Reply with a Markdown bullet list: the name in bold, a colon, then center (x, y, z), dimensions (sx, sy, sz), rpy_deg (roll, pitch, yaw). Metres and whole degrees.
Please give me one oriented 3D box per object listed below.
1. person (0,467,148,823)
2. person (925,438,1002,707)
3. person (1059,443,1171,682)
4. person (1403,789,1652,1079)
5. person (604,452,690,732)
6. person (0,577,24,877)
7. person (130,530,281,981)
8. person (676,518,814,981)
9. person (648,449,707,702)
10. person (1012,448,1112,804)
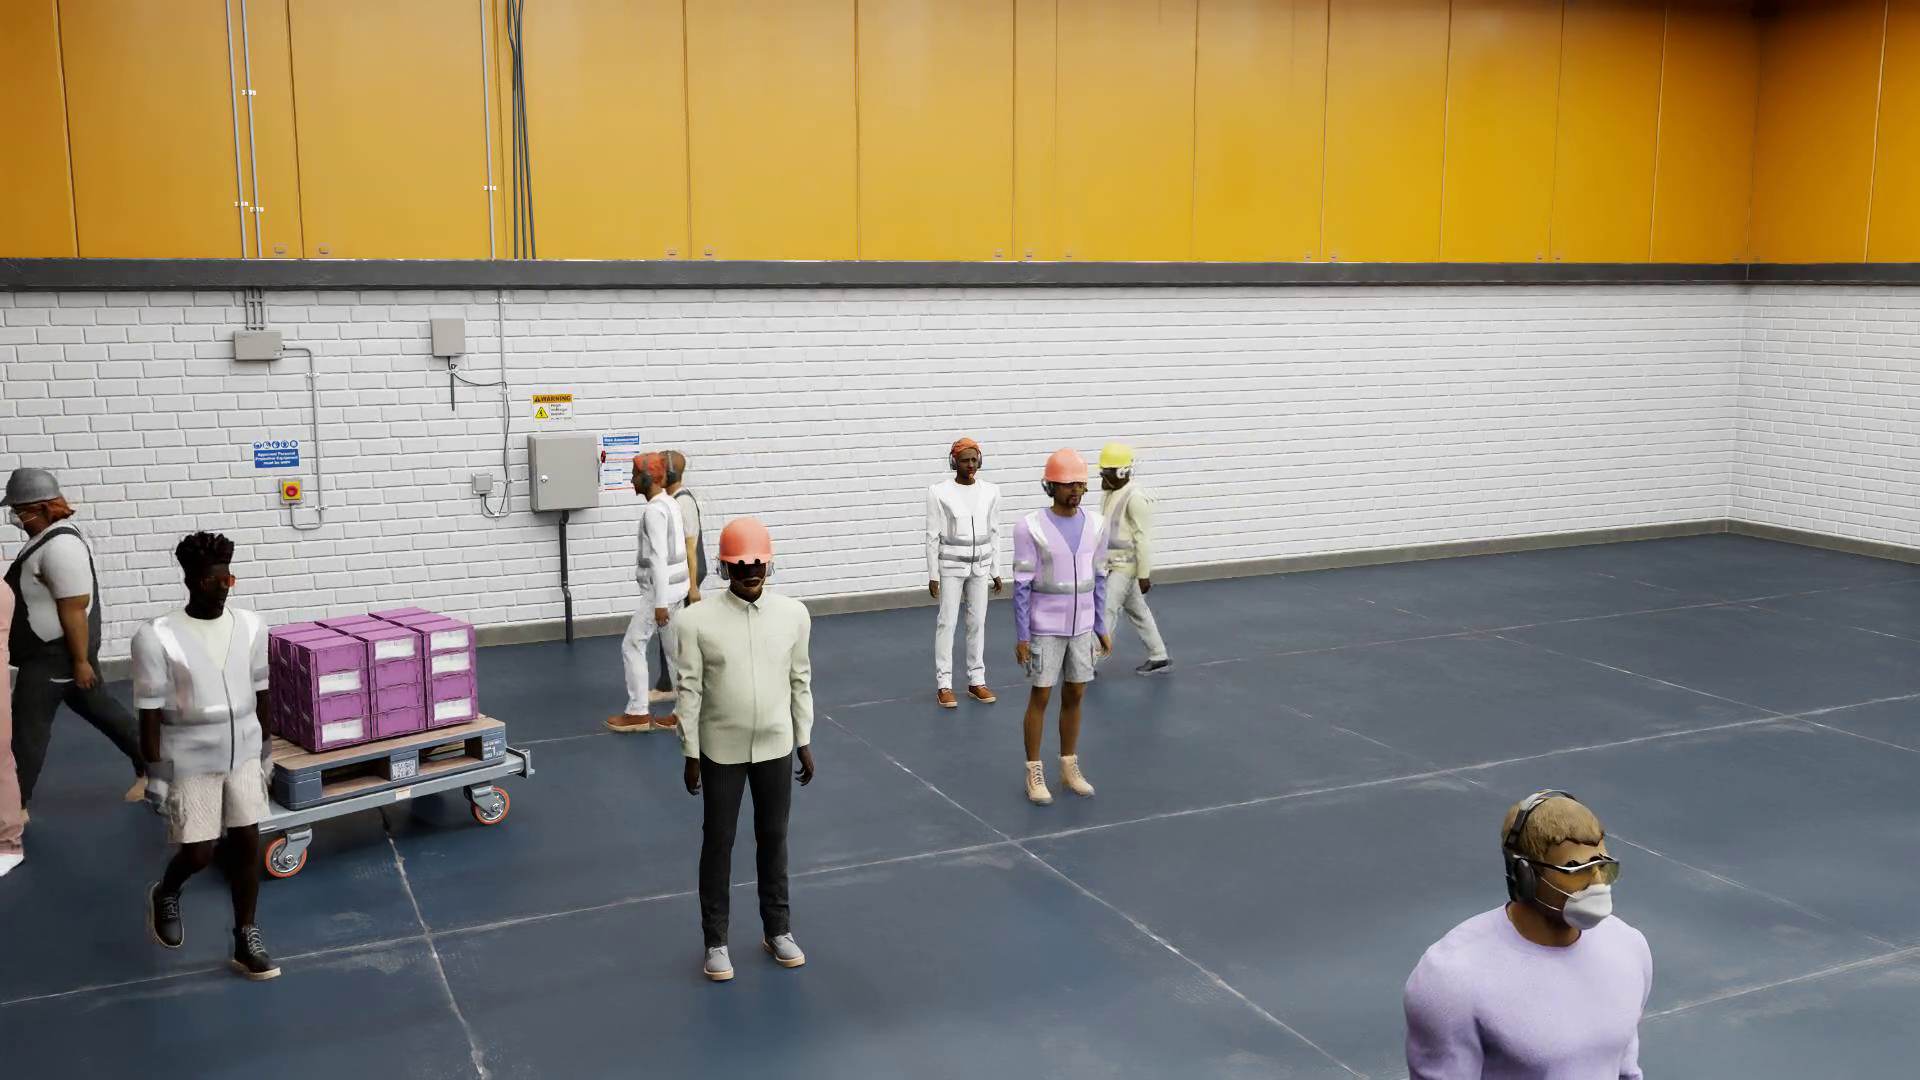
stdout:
- **person**: center (-4.969, 0.533, 9.260), dimensions (1.064, 2.000, 0.680), rpy_deg (-4, 10, -25)
- **person**: center (0.033, 0.225, 11.662), dimensions (0.576, 1.882, 0.355), rpy_deg (-4, 10, -25)
- **person**: center (1.183, 0.170, 12.360), dimensions (0.920, 1.780, 0.617), rpy_deg (-2, 9, -13)
- **person**: center (1.249, 1.489, 3.645), dimensions (0.632, 1.940, 0.372), rpy_deg (-4, 10, -25)
- **person**: center (-2.079, 0.351, 10.934), dimensions (0.722, 1.857, 0.586), rpy_deg (1, 9, 3)
- **person**: center (-4.943, 0.805, 8.089), dimensions (0.652, 1.871, 0.788), rpy_deg (2, 9, 9)
- **person**: center (-3.241, 0.915, 7.156), dimensions (0.636, 1.953, 0.622), rpy_deg (7, 11, 36)
- **person**: center (-0.919, 0.888, 7.199), dimensions (0.612, 1.995, 0.376), rpy_deg (-4, 10, -25)
- **person**: center (-1.848, 0.249, 11.777), dimensions (0.851, 1.815, 0.532), rpy_deg (-2, 9, -12)
- **person**: center (0.597, 0.497, 9.509), dimensions (0.623, 2.039, 0.410), rpy_deg (-4, 10, -26)
